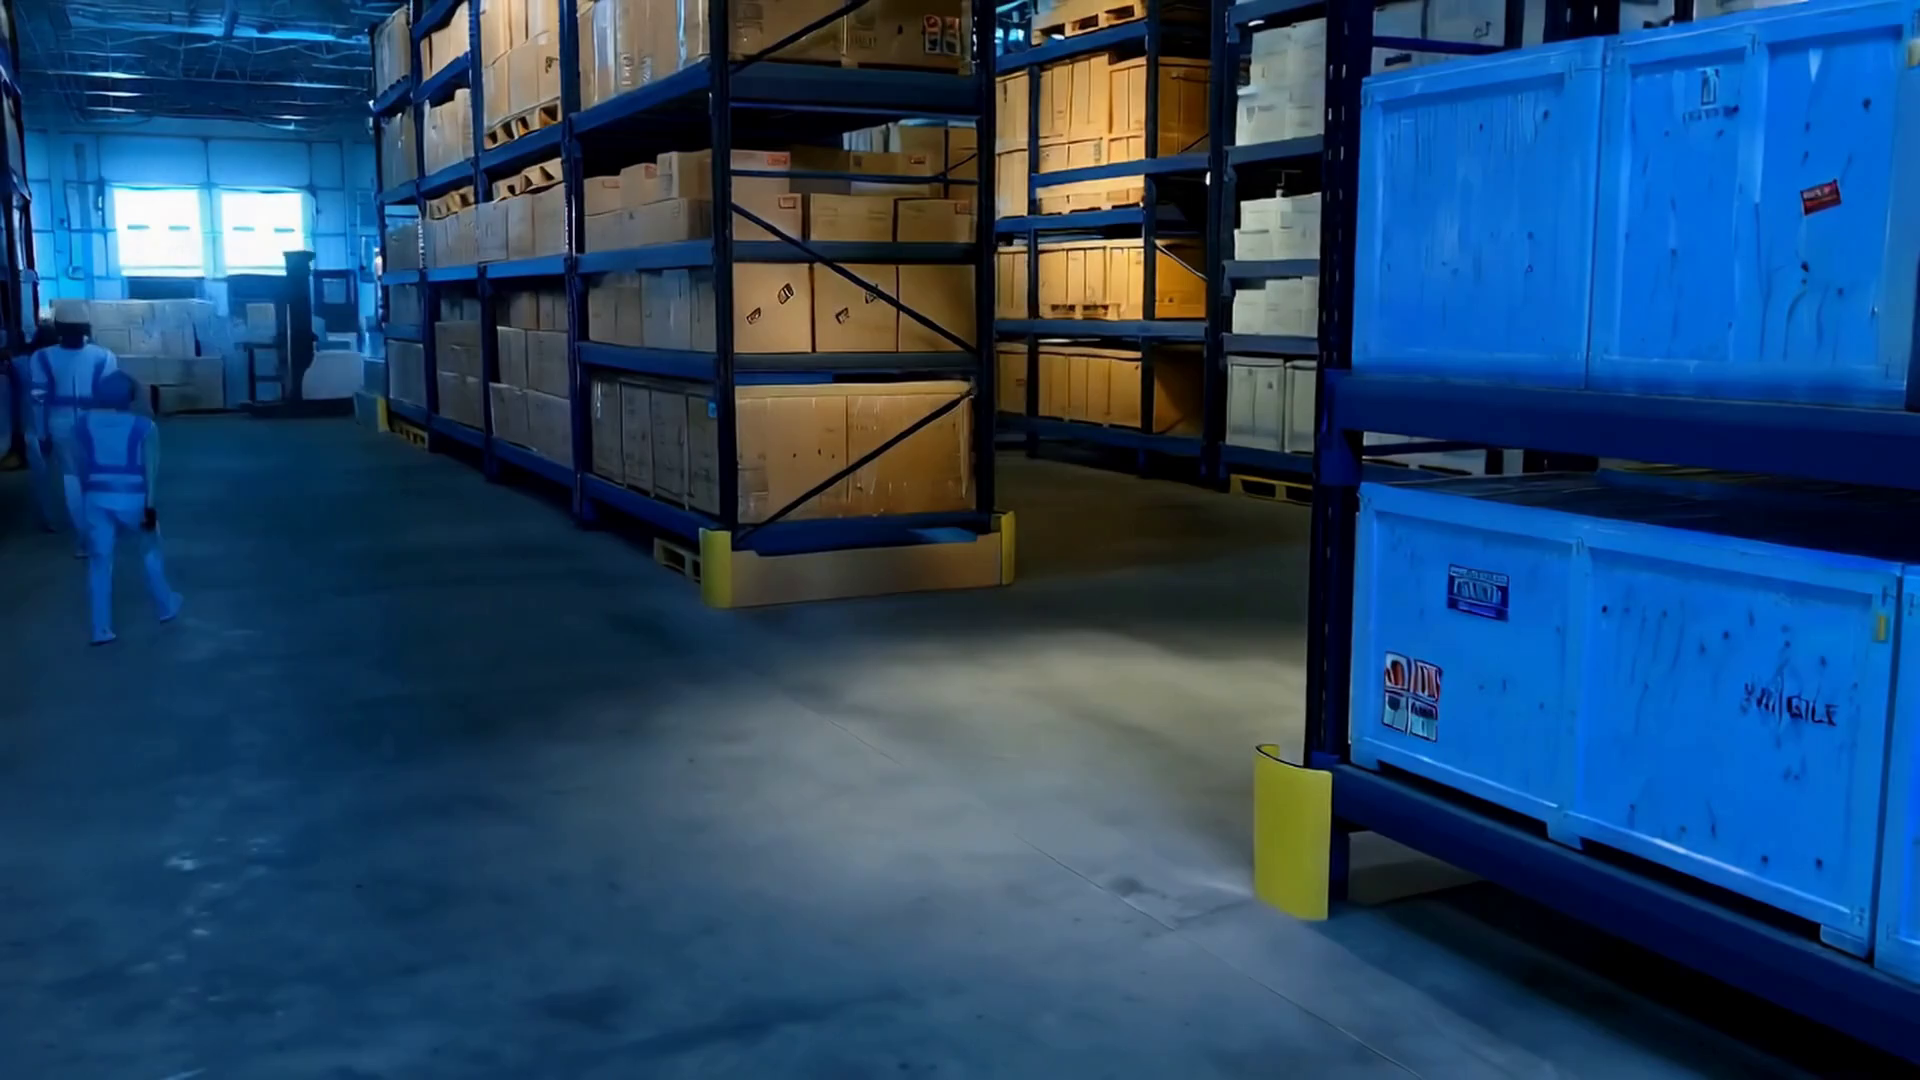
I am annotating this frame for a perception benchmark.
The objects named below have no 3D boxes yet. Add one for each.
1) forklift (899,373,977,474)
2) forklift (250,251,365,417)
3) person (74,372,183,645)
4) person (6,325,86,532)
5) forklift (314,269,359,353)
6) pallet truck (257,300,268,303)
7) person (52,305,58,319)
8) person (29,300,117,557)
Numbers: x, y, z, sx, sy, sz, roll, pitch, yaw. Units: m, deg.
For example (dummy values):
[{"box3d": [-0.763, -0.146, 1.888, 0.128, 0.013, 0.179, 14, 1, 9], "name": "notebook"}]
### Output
[{"box3d": [-0.780, -2.131, 18.786, 1.873, 2.768, 1.129, -4, 9, -23], "name": "forklift"}, {"box3d": [-11.317, -3.558, 28.623, 1.873, 2.768, 1.129, -4, 9, -26], "name": "forklift"}, {"box3d": [-5.008, -0.208, 9.969, 0.513, 1.583, 0.896, -1, 8, -5], "name": "person"}, {"box3d": [-7.753, -0.925, 14.201, 0.638, 1.794, 0.957, -5, 10, -32], "name": "person"}, {"box3d": [-16.677, -5.853, 44.451, 1.129, 2.768, 1.873, -2, 8, -12], "name": "forklift"}, {"box3d": [-23.913, -7.404, 58.171, 1.885, 1.965, 0.823, -1, 8, -9], "name": "pallet truck"}, {"box3d": [-20.400, -4.405, 37.890, 0.852, 1.890, 0.603, -4, 9, -27], "name": "person"}, {"box3d": [-6.785, -0.828, 12.778, 0.609, 2.000, 1.017, -4, 9, -24], "name": "person"}]
